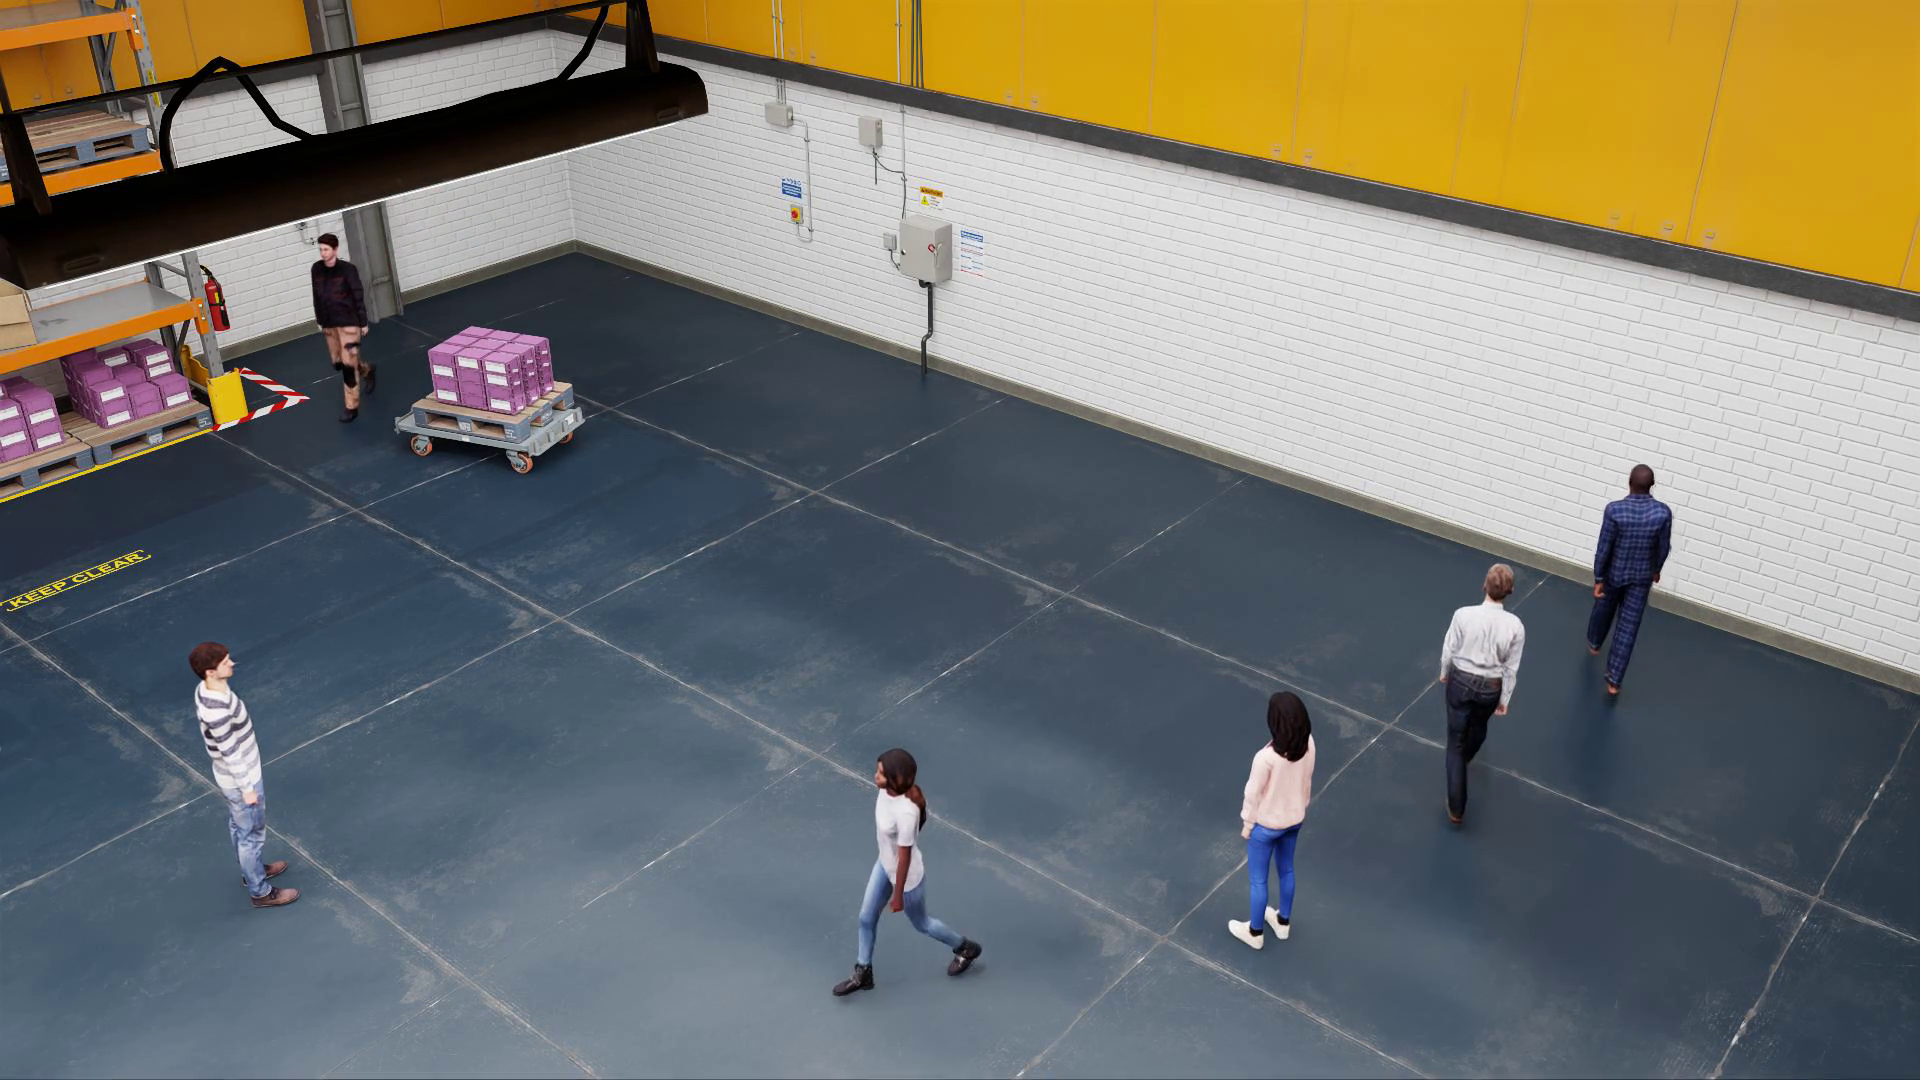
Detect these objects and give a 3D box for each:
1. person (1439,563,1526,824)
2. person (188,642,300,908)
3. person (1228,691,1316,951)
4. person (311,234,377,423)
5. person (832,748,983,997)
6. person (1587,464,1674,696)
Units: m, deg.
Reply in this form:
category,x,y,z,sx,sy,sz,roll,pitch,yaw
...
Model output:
category,x,y,z,sx,sy,sz,roll,pitch,yaw
person,3.436,1.045,11.124,1.035,1.762,1.318,6,29,12
person,-4.489,1.438,10.306,0.661,1.854,0.714,-15,32,-26
person,1.896,1.683,9.948,0.614,1.767,0.774,-15,32,-25
person,-6.250,-2.204,16.933,1.052,1.902,1.243,5,29,8
person,-0.259,1.929,9.589,1.217,1.680,0.955,-11,31,-20
person,5.007,0.313,12.448,0.934,1.779,1.240,9,30,17
